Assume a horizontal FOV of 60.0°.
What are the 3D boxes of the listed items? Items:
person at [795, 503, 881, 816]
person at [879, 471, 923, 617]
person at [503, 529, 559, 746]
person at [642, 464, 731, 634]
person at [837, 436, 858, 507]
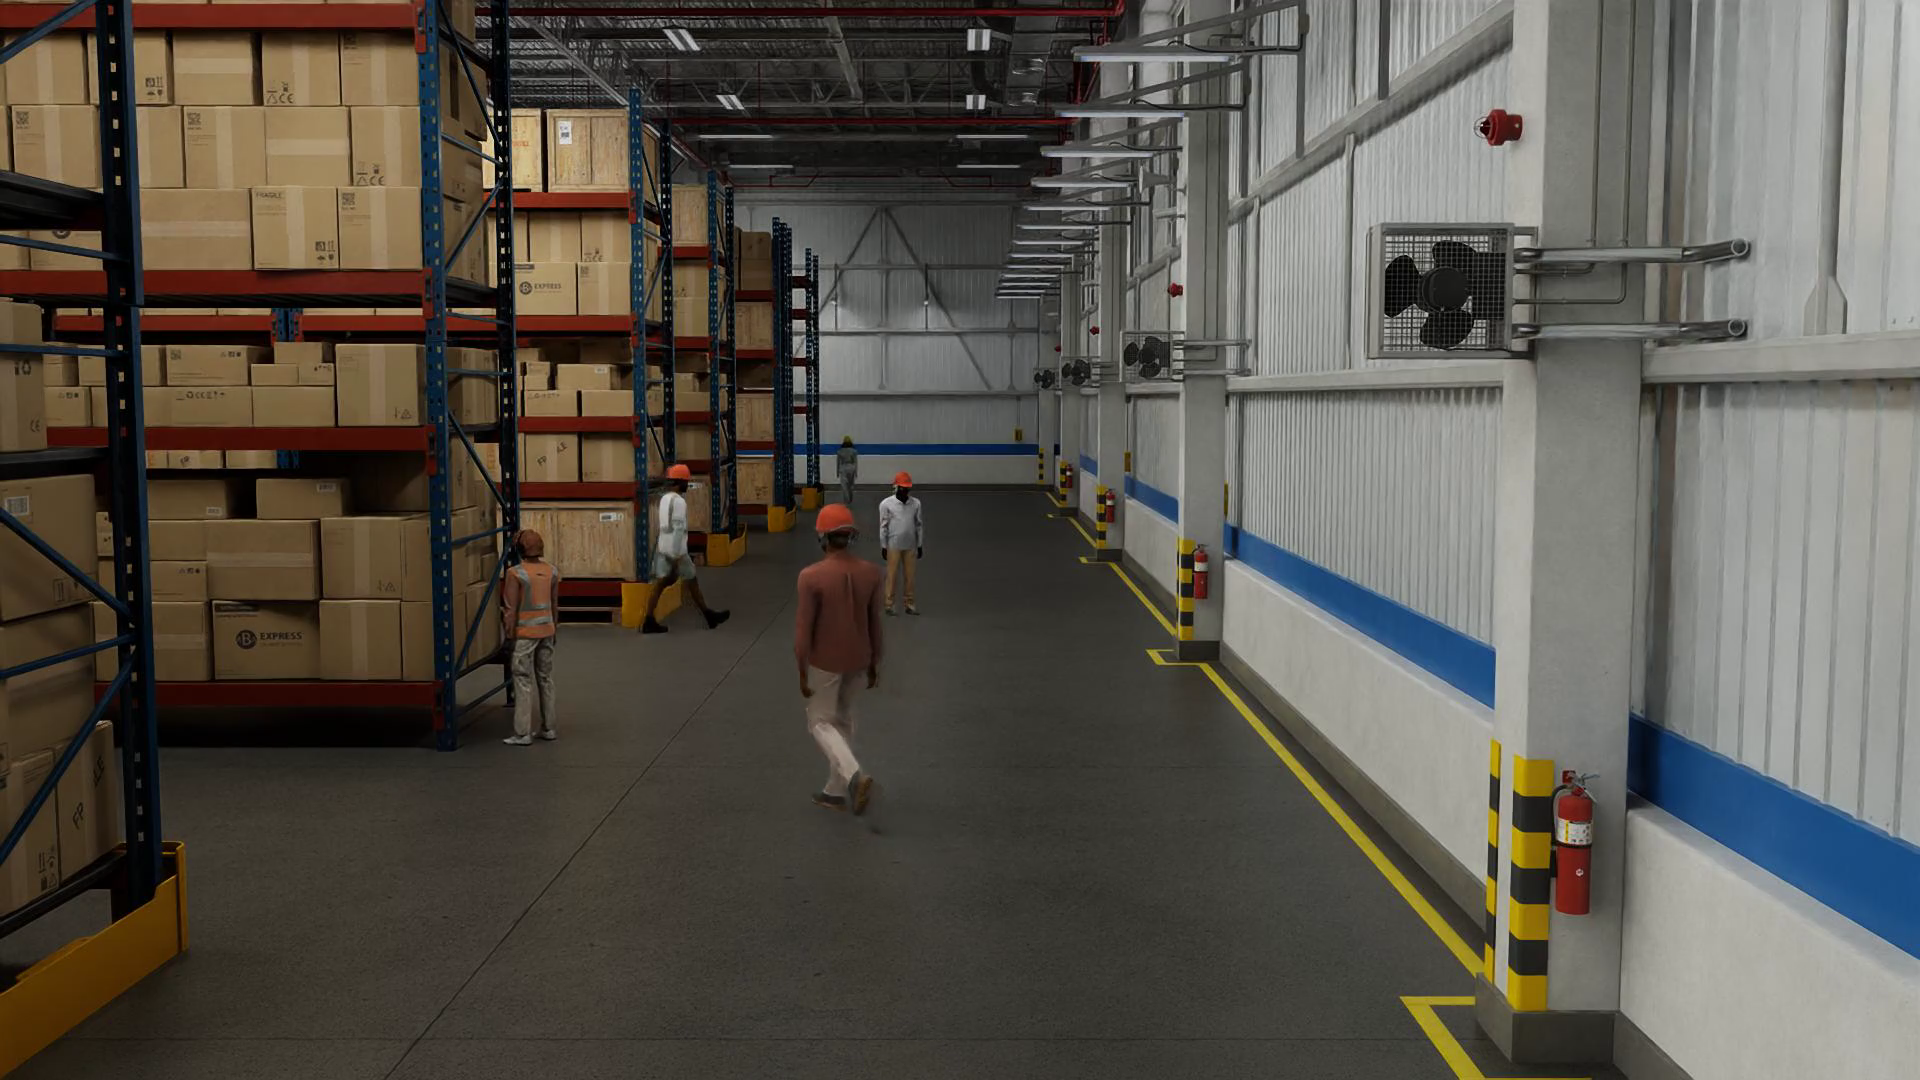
[{"bbox_3d":[-0.727,0.755,10.353,0.621,1.974,0.741,-4,6,-36],"label":"person"},{"bbox_3d":[-0.691,0.050,19.874,0.566,1.744,0.350,-2,5,-27],"label":"person"},{"bbox_3d":[-3.236,0.732,12.586,0.312,1.632,0.525,3,6,31],"label":"person"},{"bbox_3d":[-3.110,0.096,18.561,1.031,1.870,0.549,-4,6,-37],"label":"person"},{"bbox_3d":[-2.689,-1.630,39.656,0.495,1.708,0.846,0,5,-5],"label":"person"}]
